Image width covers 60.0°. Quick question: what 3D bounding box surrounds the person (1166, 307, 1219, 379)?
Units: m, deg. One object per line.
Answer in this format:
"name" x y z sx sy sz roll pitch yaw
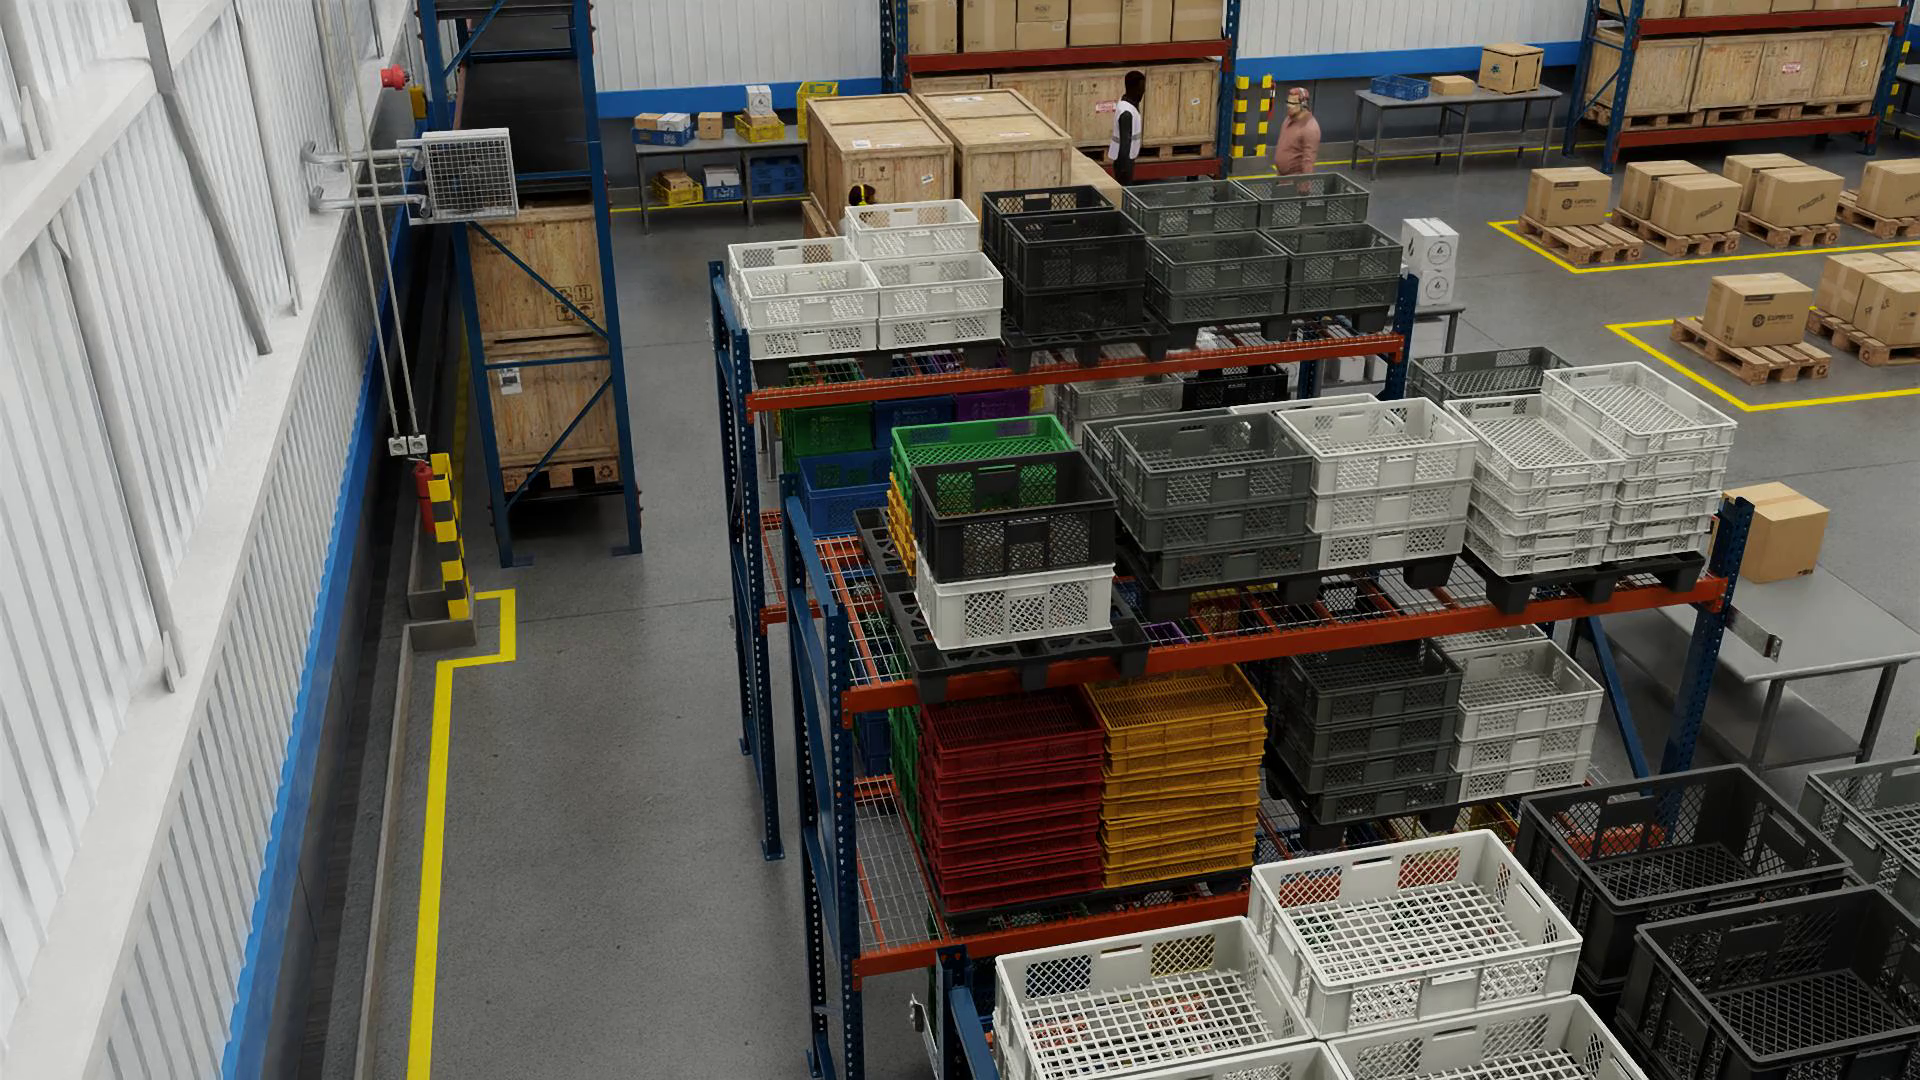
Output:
"person" 1.686 -1.007 12.220 0.478 1.880 0.581 -17 32 -28

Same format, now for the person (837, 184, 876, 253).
"person" -0.853 -2.154 14.408 0.329 1.865 0.513 -22 35 -36

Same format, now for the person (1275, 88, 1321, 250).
"person" 3.496 -3.805 17.510 0.399 1.899 0.648 -5 28 -10

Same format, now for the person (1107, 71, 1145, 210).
"person" 1.797 -4.160 18.165 0.374 1.912 0.587 3 28 6
